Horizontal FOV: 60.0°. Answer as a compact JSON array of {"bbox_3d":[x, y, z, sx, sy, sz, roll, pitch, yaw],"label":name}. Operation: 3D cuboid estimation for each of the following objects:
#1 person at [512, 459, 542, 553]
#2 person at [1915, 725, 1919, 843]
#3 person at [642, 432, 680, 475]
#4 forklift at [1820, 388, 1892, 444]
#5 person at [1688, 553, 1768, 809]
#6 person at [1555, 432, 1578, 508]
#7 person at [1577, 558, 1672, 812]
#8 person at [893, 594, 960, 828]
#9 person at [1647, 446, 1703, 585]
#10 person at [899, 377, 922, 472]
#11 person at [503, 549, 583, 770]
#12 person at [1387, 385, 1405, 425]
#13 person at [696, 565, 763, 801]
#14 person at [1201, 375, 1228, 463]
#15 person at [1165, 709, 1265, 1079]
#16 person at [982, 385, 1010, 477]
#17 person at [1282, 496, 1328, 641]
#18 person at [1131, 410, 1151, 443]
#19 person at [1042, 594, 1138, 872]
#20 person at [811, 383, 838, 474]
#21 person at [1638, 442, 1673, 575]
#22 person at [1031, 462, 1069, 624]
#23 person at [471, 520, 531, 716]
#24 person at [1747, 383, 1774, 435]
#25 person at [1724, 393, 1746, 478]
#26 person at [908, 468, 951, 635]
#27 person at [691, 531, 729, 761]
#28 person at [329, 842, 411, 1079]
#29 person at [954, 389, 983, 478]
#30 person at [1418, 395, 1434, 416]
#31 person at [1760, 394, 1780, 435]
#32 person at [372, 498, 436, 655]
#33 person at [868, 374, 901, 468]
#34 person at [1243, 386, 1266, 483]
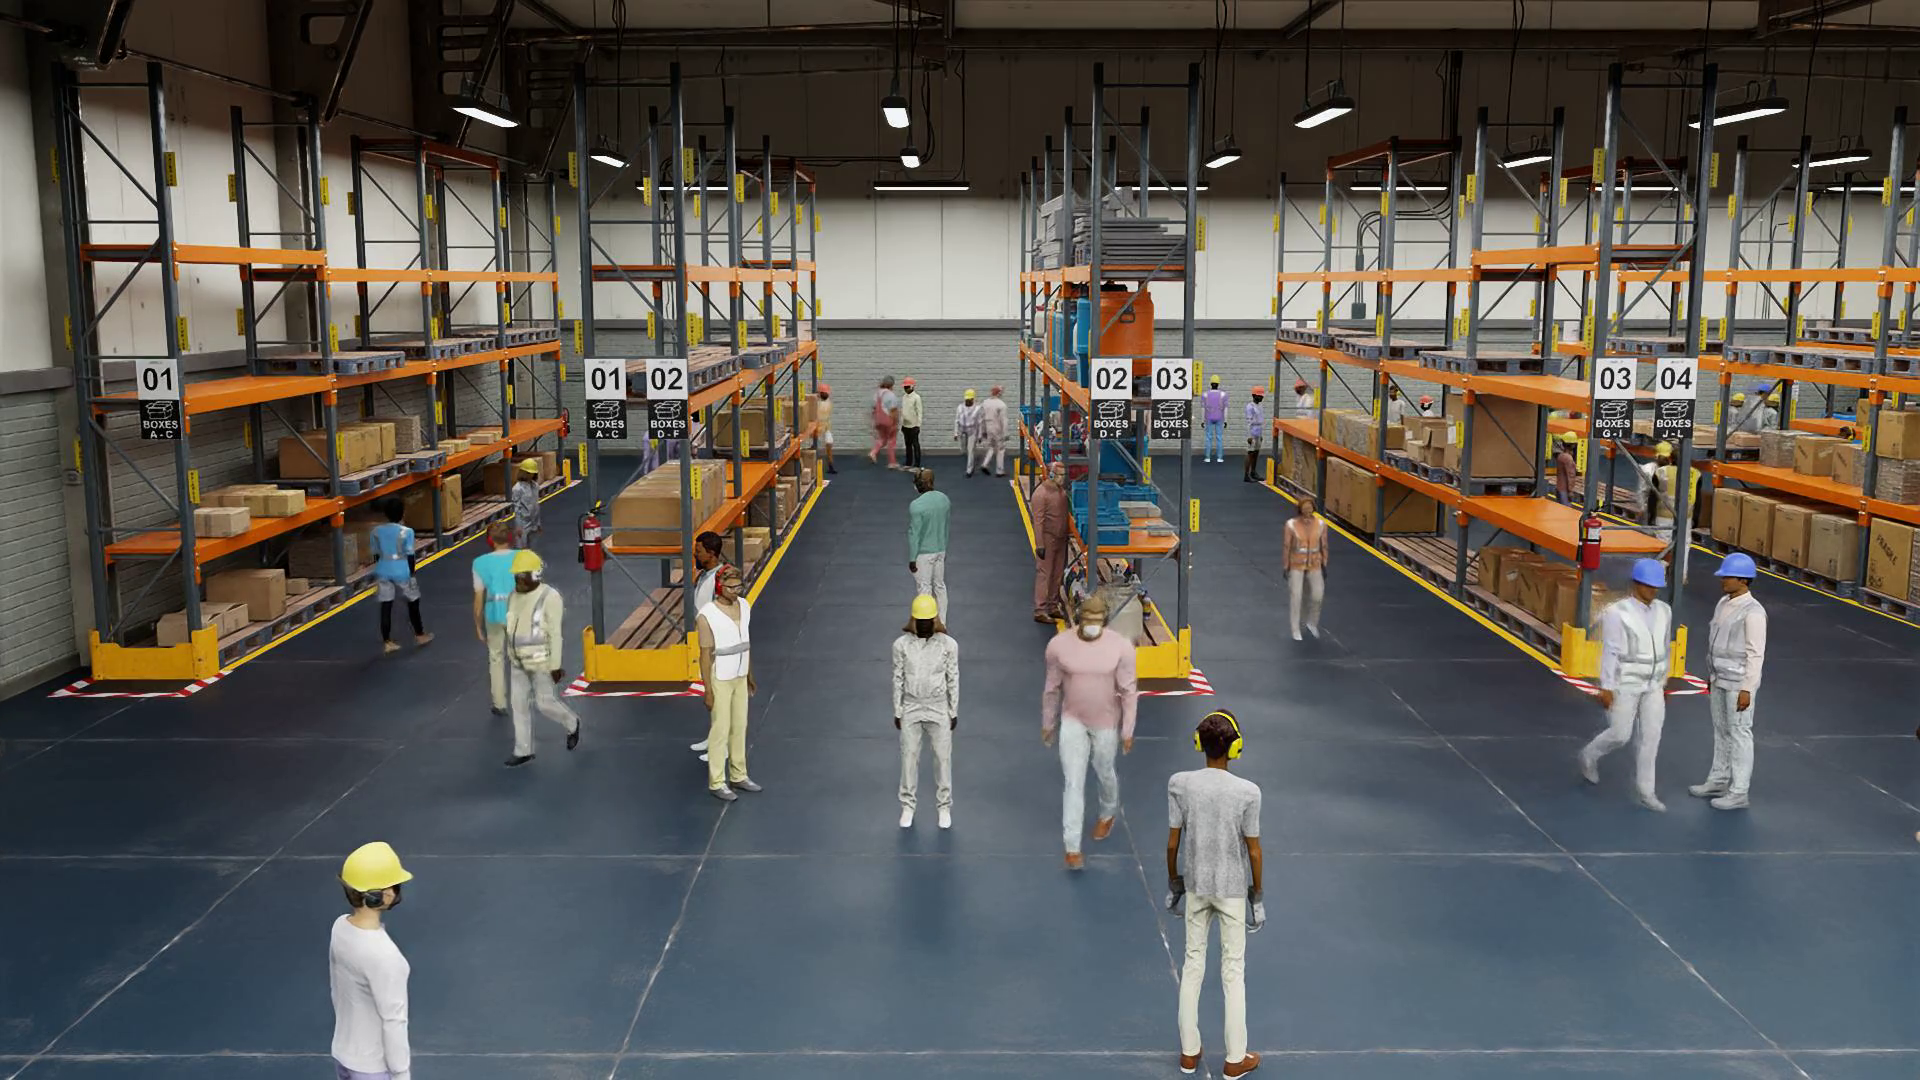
[{"bbox_3d":[-5.502,-0.175,21.254,0.322,1.734,0.485,4,10,22],"label":"person"},{"bbox_3d":[6.976,1.270,11.620,0.507,1.840,0.344,2,9,11],"label":"person"},{"bbox_3d":[-4.699,-1.061,26.386,0.653,1.912,0.802,-3,9,-16],"label":"person"},{"bbox_3d":[20.072,-3.110,36.462,1.873,2.768,1.129,0,9,0],"label":"forklift"},{"bbox_3d":[5.863,1.058,12.624,0.383,1.951,0.605,0,9,-3],"label":"person"},{"bbox_3d":[9.016,-0.729,24.714,0.312,1.767,0.533,1,9,4],"label":"person"},{"bbox_3d":[5.114,1.067,12.703,0.623,1.917,0.730,-3,9,-18],"label":"person"},{"bbox_3d":[-0.250,1.246,12.118,0.486,1.736,0.320,1,9,4],"label":"person"},{"bbox_3d":[9.387,-0.318,21.865,0.666,1.839,0.433,2,9,14],"label":"person"},{"bbox_3d":[-1.039,-2.410,34.793,0.395,1.993,0.614,-7,11,-36],"label":"person"},{"bbox_3d":[-3.482,0.956,13.733,0.602,1.809,0.700,5,10,31],"label":"person"},{"bbox_3d":[8.960,-2.267,34.334,0.338,1.859,0.501,-6,11,-35],"label":"person"},{"bbox_3d":[-1.804,1.090,12.816,0.407,1.830,0.577,5,10,29],"label":"person"},{"bbox_3d":[5.598,-2.661,36.626,0.587,1.928,0.363,1,9,8],"label":"person"},{"bbox_3d":[1.279,1.765,8.337,0.519,1.873,0.328,4,10,25],"label":"person"},{"bbox_3d":[0.767,-2.207,33.839,0.451,1.887,0.669,-7,11,-39],"label":"person"},{"bbox_3d":[3.820,0.320,18.430,0.532,1.627,0.393,0,9,-2],"label":"person"},{"bbox_3d":[3.424,-2.038,32.469,0.626,1.980,0.411,-3,9,-20],"label":"person"},{"bbox_3d":[0.902,1.266,11.543,0.673,1.889,1.019,2,9,10],"label":"person"},{"bbox_3d":[-2.897,-2.327,34.632,0.567,1.896,1.012,-7,11,-38],"label":"person"},{"bbox_3d":[9.530,-0.420,22.621,0.588,1.804,0.814,2,9,14],"label":"person"},{"bbox_3d":[1.093,0.025,19.470,0.401,1.894,0.654,6,11,34],"label":"person"},{"bbox_3d":[-4.135,0.724,15.158,0.598,1.829,0.571,-5,10,-27],"label":"person"},{"bbox_3d":[16.338,-2.231,33.888,0.642,1.914,0.624,2,9,14],"label":"person"},{"bbox_3d":[15.722,-2.114,33.737,0.344,1.731,0.483,4,10,23],"label":"person"},{"bbox_3d":[-0.355,0.157,18.516,0.376,1.930,0.633,7,11,38],"label":"person"},{"bbox_3d":[-2.047,0.875,13.909,0.392,1.920,0.587,-3,9,-19],"label":"person"},{"bbox_3d":[-2.340,2.073,6.685,0.330,1.768,0.526,-8,12,-42],"label":"person"},{"bbox_3d":[0.199,-2.177,33.857,0.605,1.815,0.647,4,10,25],"label":"person"},{"bbox_3d":[9.173,-1.983,32.823,0.329,1.751,0.567,3,9,19],"label":"person"},{"bbox_3d":[16.362,-2.090,33.593,0.321,1.731,0.490,0,9,-3],"label":"person"},{"bbox_3d":[-6.011,0.366,17.948,0.553,1.663,0.769,2,9,16],"label":"person"},{"bbox_3d":[-1.564,-2.540,35.486,0.654,2.000,0.680,-7,12,-40],"label":"person"},{"bbox_3d":[5.878,-2.100,33.019,0.375,1.928,0.546,6,11,35],"label":"person"}]
